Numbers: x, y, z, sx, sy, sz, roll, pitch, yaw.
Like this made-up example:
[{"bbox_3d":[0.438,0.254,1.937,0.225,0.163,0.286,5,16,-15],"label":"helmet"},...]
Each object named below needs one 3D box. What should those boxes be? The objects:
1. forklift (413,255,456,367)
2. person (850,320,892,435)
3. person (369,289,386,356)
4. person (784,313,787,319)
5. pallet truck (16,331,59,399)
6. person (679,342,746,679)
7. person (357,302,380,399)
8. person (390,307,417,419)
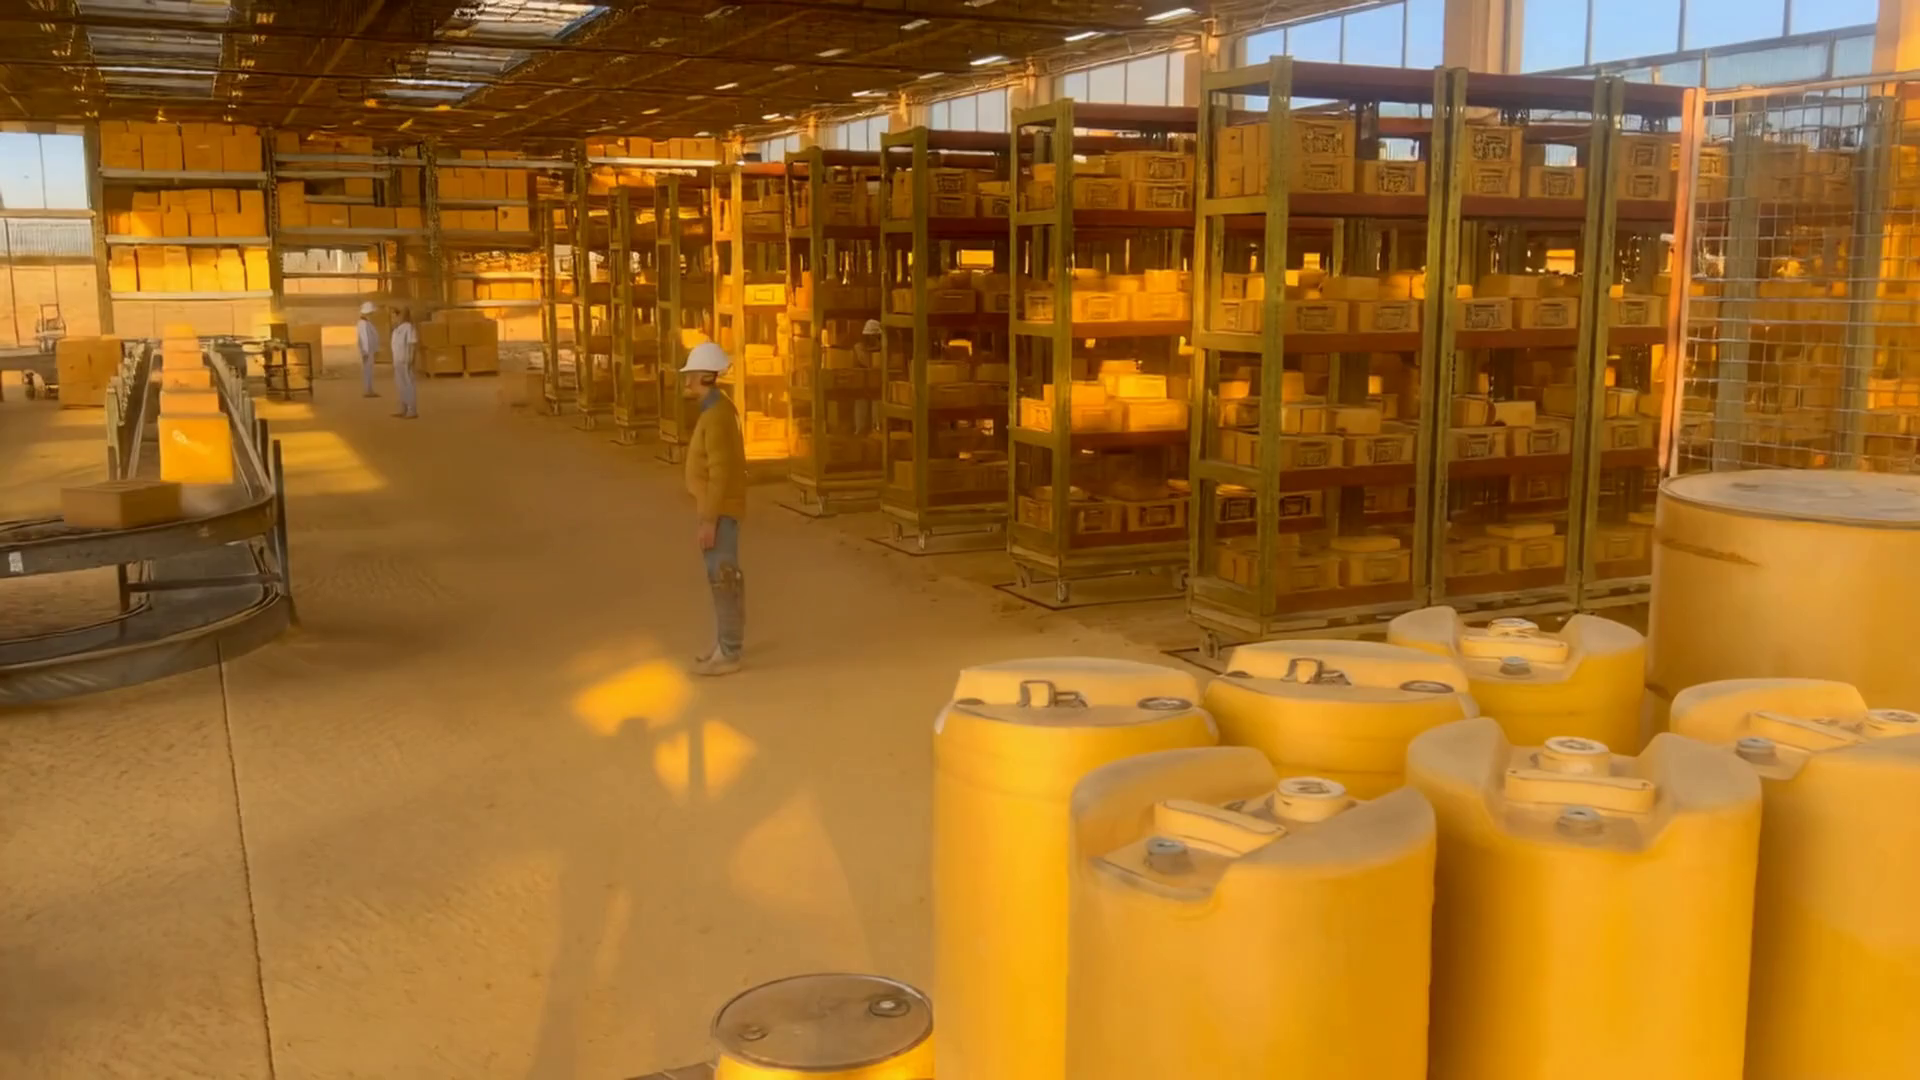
[{"bbox_3d":[-13.163,-5.783,41.969,1.129,2.768,1.873,1,9,4],"label":"forklift"},{"bbox_3d":[-1.085,-1.783,20.399,0.591,1.829,0.404,1,9,4],"label":"person"},{"bbox_3d":[-16.754,-6.223,47.703,0.409,1.910,0.651,4,10,21],"label":"person"},{"bbox_3d":[-3.623,-4.423,36.593,0.662,1.886,0.459,4,10,25],"label":"person"},{"bbox_3d":[-17.082,-3.353,31.781,1.630,1.274,0.653,-4,10,-25],"label":"pallet truck"},{"bbox_3d":[-1.461,-0.176,9.914,0.378,1.996,0.610,0,9,0],"label":"person"},{"bbox_3d":[-11.276,-3.608,31.719,0.404,1.829,0.600,-3,10,-17],"label":"person"},{"bbox_3d":[-9.158,-2.915,27.384,0.572,1.840,0.373,8,12,42],"label":"person"}]
